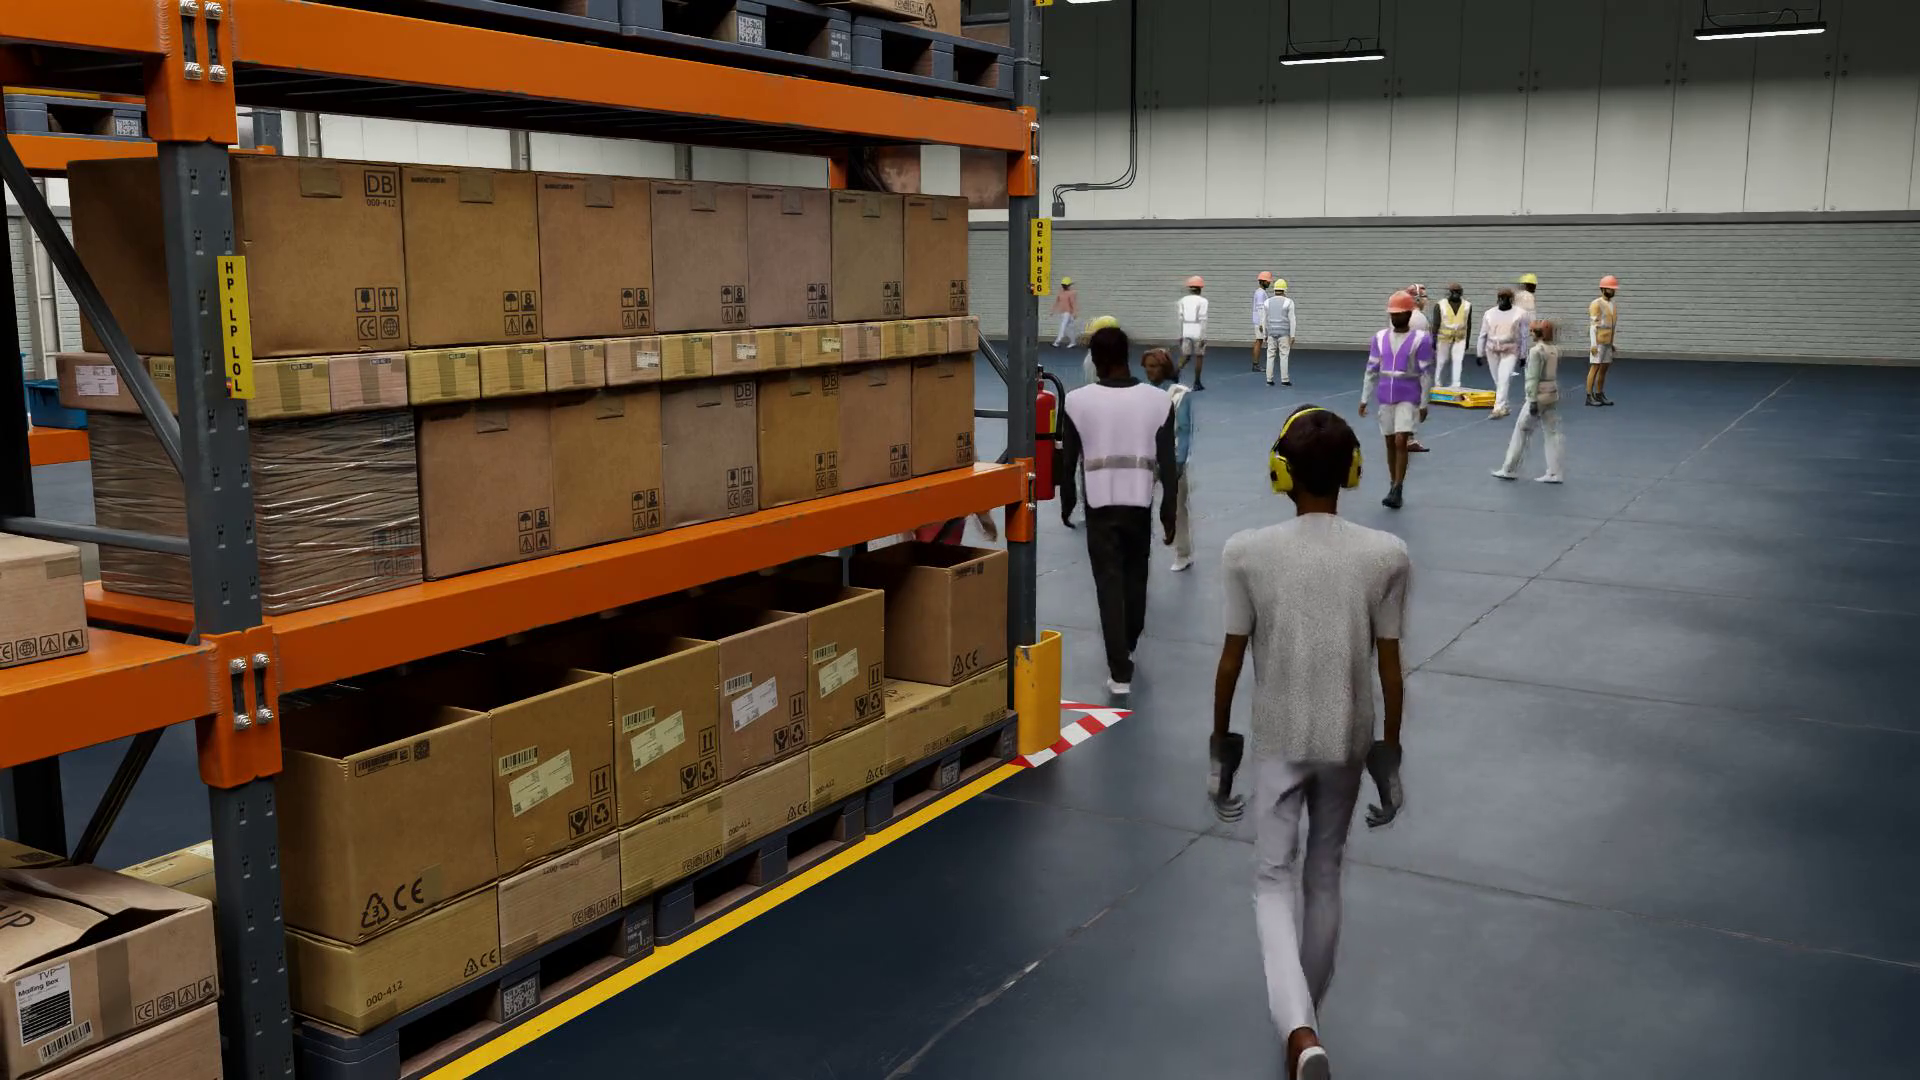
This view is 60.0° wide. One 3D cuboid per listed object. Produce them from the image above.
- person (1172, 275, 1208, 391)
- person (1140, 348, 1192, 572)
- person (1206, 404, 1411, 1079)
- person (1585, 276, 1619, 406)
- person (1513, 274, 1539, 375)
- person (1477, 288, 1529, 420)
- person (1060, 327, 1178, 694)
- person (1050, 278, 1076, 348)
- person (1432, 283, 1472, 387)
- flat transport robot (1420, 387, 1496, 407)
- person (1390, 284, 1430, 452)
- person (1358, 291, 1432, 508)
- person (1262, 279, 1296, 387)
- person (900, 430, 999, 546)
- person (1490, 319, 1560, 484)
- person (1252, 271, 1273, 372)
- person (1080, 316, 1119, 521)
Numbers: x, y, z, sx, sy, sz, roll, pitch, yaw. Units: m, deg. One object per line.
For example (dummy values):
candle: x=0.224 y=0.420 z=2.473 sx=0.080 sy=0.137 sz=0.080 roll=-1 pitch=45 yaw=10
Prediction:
person: x=3.794 y=-3.392 z=27.383 sx=0.549 sy=1.917 sz=0.735 roll=9 pitch=13 yaw=42
person: x=1.375 y=-0.529 z=11.549 sx=0.518 sy=1.592 sz=0.874 roll=6 pitch=12 yaw=33
person: x=0.921 y=0.571 z=4.374 sx=0.512 sy=1.851 sz=0.795 roll=0 pitch=10 yaw=2
person: x=9.578 y=-2.951 z=24.721 sx=0.551 sy=1.934 sz=0.373 roll=-7 pitch=12 yaw=-36
person: x=10.644 y=-4.008 z=31.081 sx=0.983 sy=1.874 sz=0.612 roll=0 pitch=10 yaw=0
person: x=7.465 y=-2.563 z=22.895 sx=0.633 sy=1.799 sz=0.979 roll=7 pitch=12 yaw=36
person: x=0.818 y=-0.184 z=8.752 sx=0.597 sy=1.850 sz=1.024 roll=-1 pitch=10 yaw=-7
person: x=2.527 y=-5.484 z=40.223 sx=0.952 sy=1.701 sz=0.544 roll=-7 pitch=12 yaw=-37
person: x=7.960 y=-3.266 z=26.988 sx=0.646 sy=1.802 sz=0.922 roll=1 pitch=10 yaw=3
flat transport robot: x=7.478 y=-2.160 z=24.959 sx=0.652 sy=0.197 sz=1.431 roll=-4 pitch=11 yaw=-23
person: x=5.179 y=-1.969 z=19.061 sx=0.401 sy=1.907 sz=0.646 roll=-2 pitch=10 yaw=-13
person: x=3.838 y=-1.239 z=14.780 sx=0.559 sy=1.917 sz=0.710 roll=8 pitch=12 yaw=38
person: x=5.459 y=-3.531 z=28.404 sx=0.599 sy=1.836 sz=0.404 roll=6 pitch=12 yaw=33
person: x=-0.114 y=-0.095 z=8.629 sx=0.880 sy=1.727 sz=0.524 roll=7 pitch=12 yaw=34
person: x=5.634 y=-1.372 z=16.421 sx=0.536 sy=1.602 sz=0.777 roll=-9 pitch=13 yaw=-43
person: x=5.832 y=-4.200 z=32.047 sx=0.373 sy=1.930 sz=0.552 roll=2 pitch=10 yaw=9
person: x=1.247 y=-1.017 z=13.984 sx=0.554 sy=1.721 sz=0.511 roll=-5 pitch=11 yaw=-25
